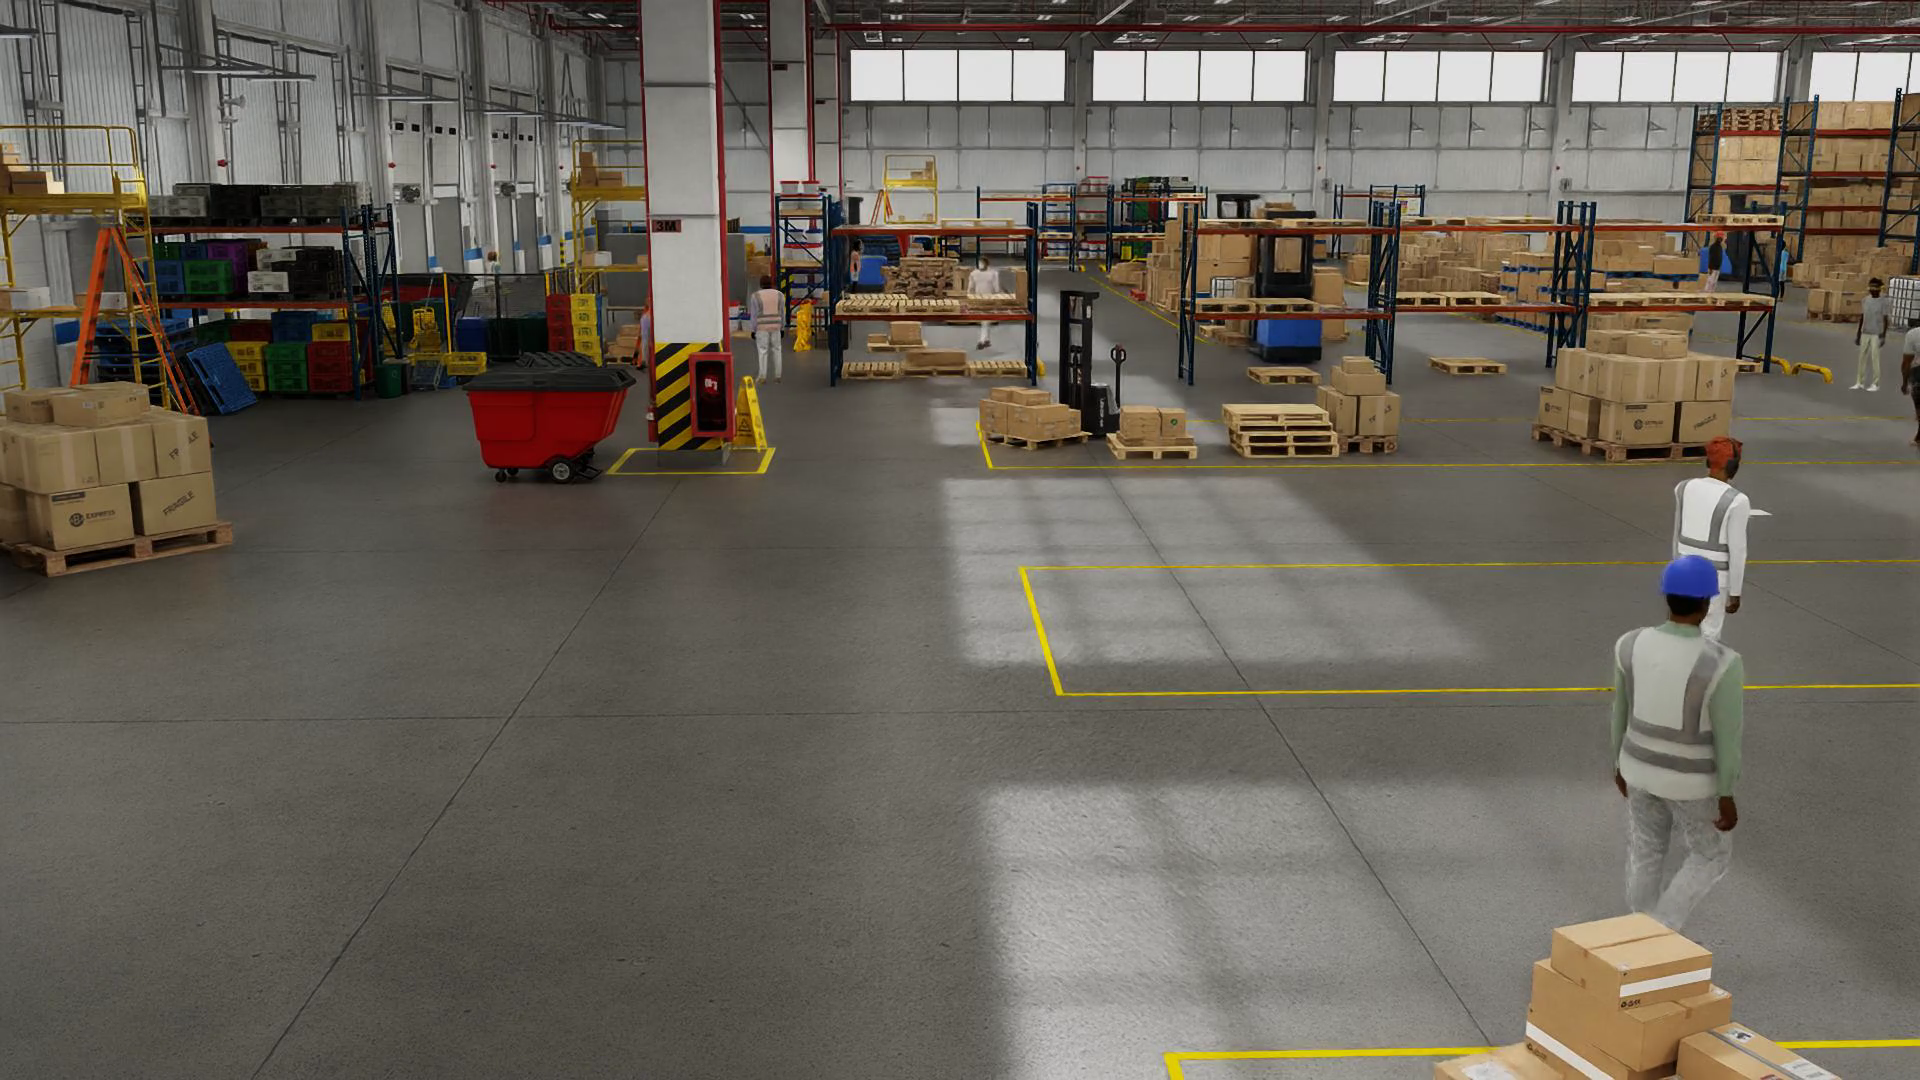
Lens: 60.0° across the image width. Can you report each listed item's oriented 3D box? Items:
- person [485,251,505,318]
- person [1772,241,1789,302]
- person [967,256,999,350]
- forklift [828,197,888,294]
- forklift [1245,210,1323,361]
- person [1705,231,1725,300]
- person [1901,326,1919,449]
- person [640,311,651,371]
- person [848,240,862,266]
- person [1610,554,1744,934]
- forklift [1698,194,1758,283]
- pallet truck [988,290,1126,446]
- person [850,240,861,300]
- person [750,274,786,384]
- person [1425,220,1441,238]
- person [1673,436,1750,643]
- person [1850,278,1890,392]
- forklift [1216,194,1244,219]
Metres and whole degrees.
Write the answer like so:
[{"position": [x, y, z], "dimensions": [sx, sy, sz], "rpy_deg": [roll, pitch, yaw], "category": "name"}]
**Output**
[{"position": [-11.472, -6.270, 40.878], "dimensions": [0.522, 1.631, 0.324], "rpy_deg": [11, 16, 39], "category": "person"}, {"position": [22.598, -7.405, 45.849], "dimensions": [0.533, 1.696, 0.318], "rpy_deg": [-8, 15, -32], "category": "person"}, {"position": [0.477, -4.831, 33.806], "dimensions": [0.651, 1.890, 1.035], "rpy_deg": [4, 13, 19], "category": "person"}, {"position": [-3.061, -8.629, 48.682], "dimensions": [1.873, 2.768, 1.129], "rpy_deg": [0, 12, -2], "category": "forklift"}, {"position": [6.245, -4.892, 31.809], "dimensions": [1.129, 2.768, 1.873], "rpy_deg": [0, 12, -2], "category": "forklift"}, {"position": [20.383, -7.337, 44.871], "dimensions": [0.612, 1.991, 0.392], "rpy_deg": [-11, 17, -42], "category": "person"}, {"position": [12.387, -2.110, 21.157], "dimensions": [0.757, 2.000, 1.041], "rpy_deg": [1, 13, 6], "category": "person"}, {"position": [-4.330, -2.675, 23.970], "dimensions": [0.594, 1.924, 0.382], "rpy_deg": [-9, 15, -35], "category": "person"}, {"position": [-3.168, -8.345, 49.573], "dimensions": [0.386, 1.922, 0.593], "rpy_deg": [-10, 16, -39], "category": "person"}, {"position": [3.110, 1.015, 7.275], "dimensions": [0.452, 1.934, 0.636], "rpy_deg": [-8, 15, -32], "category": "person"}, {"position": [24.992, -9.742, 53.708], "dimensions": [1.873, 2.768, 1.129], "rpy_deg": [9, 15, 35], "category": "forklift"}, {"position": [1.257, -2.299, 22.111], "dimensions": [1.885, 1.965, 0.823], "rpy_deg": [-9, 15, -35], "category": "pallet truck"}, {"position": [-2.895, -7.448, 46.064], "dimensions": [0.321, 1.689, 0.530], "rpy_deg": [-1, 13, -4], "category": "person"}, {"position": [-3.268, -3.581, 28.251], "dimensions": [0.626, 1.846, 0.429], "rpy_deg": [-6, 14, -25], "category": "person"}, {"position": [16.458, -10.163, 57.782], "dimensions": [0.663, 1.923, 0.445], "rpy_deg": [-5, 13, -22], "category": "person"}, {"position": [4.876, 0.254, 10.876], "dimensions": [0.353, 1.878, 0.567], "rpy_deg": [-5, 14, -23], "category": "person"}, {"position": [14.926, -3.362, 27.233], "dimensions": [0.333, 1.860, 0.528], "rpy_deg": [-6, 14, -25], "category": "person"}, {"position": [9.027, -10.194, 55.748], "dimensions": [1.129, 2.768, 1.873], "rpy_deg": [-4, 13, -17], "category": "forklift"}]
